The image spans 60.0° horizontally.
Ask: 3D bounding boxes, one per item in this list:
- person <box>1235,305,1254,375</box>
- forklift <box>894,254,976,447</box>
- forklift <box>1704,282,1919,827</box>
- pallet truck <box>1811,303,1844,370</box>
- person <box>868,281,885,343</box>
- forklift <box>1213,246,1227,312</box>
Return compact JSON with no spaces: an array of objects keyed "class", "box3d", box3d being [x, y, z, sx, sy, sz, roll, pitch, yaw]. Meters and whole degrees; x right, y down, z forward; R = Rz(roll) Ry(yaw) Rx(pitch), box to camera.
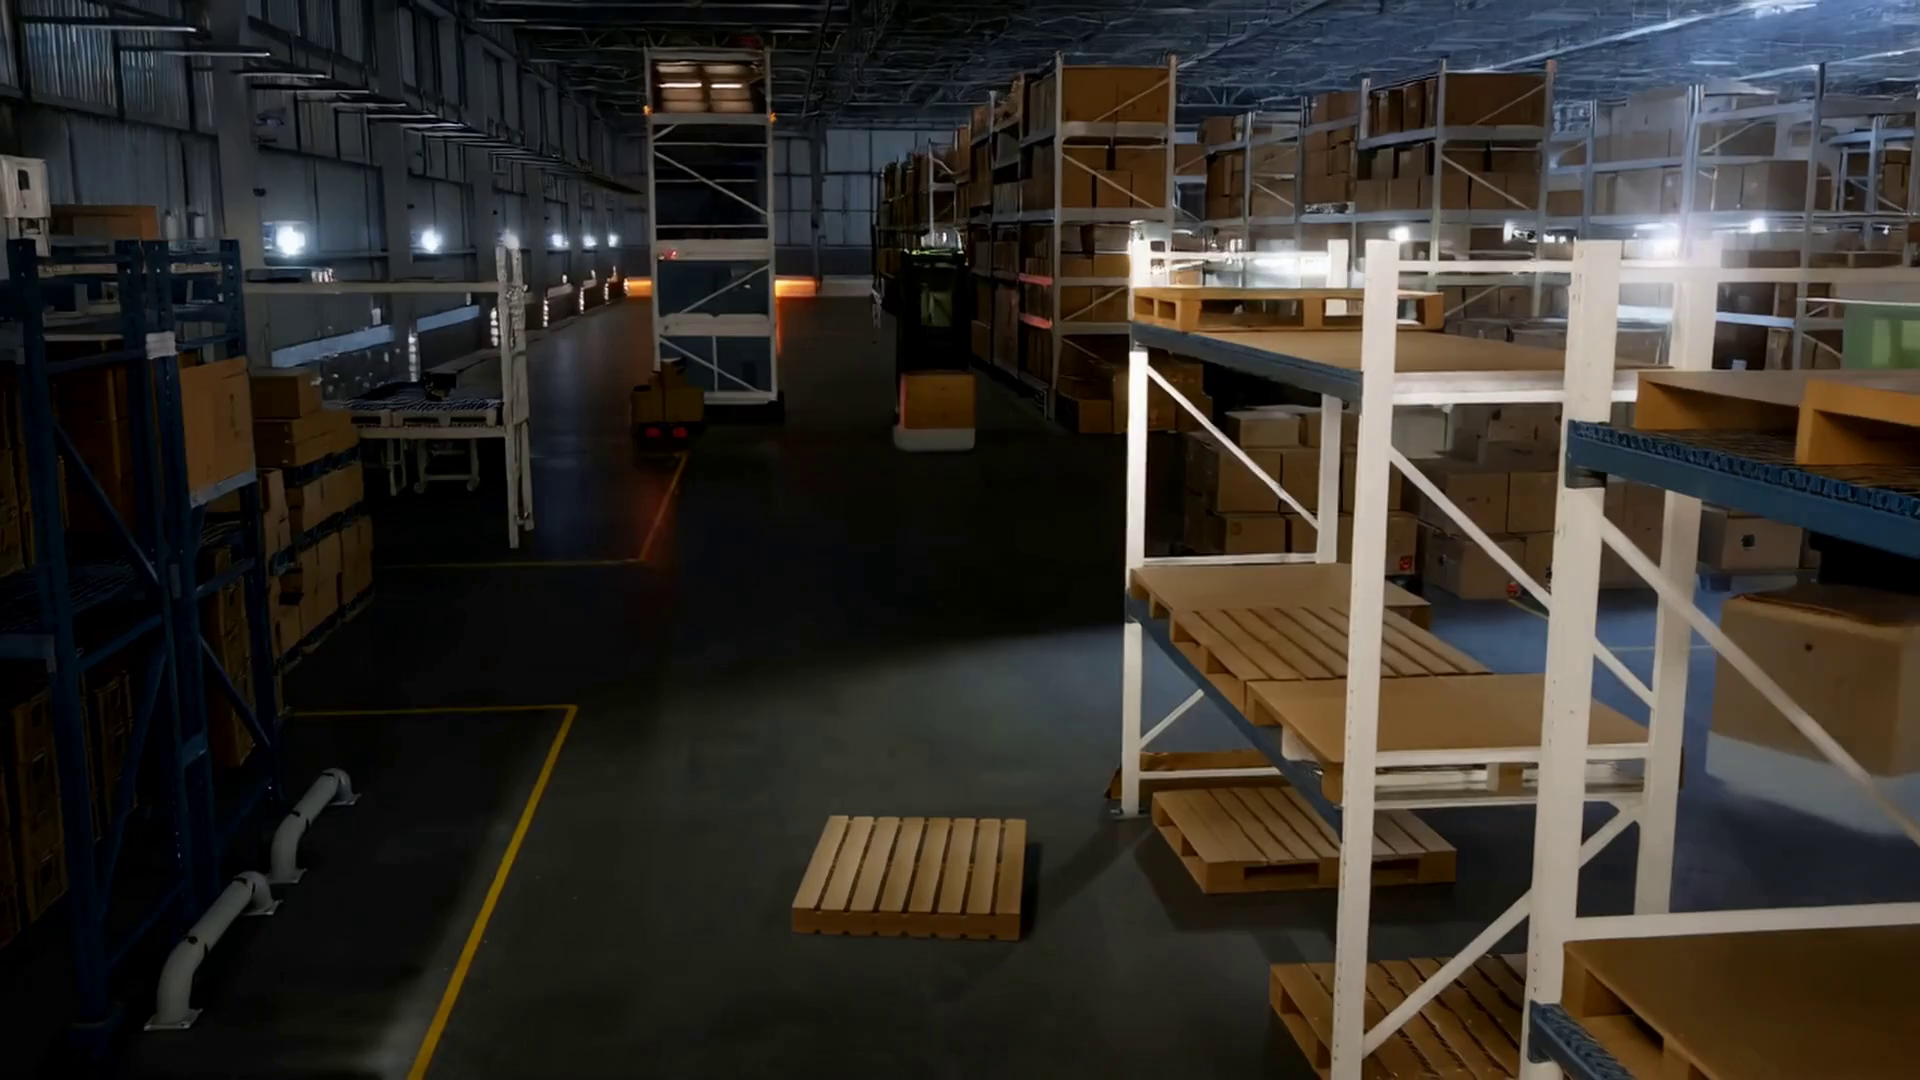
[{"class":"person","box3d":[6.530,-4.667,37.763,0.629,1.853,0.553,0,10,0]},{"class":"forklift","box3d":[-0.381,-2.860,24.779,1.129,2.768,1.873,-1,10,-6]},{"class":"forklift","box3d":[5.194,-0.031,9.106,1.873,2.768,1.129,-6,12,-30]},{"class":"pallet truck","box3d":[15.846,-3.142,28.793,1.885,1.965,0.823,2,10,12]},{"class":"person","box3d":[-2.409,-6.678,48.840,0.567,1.823,0.613,6,12,29]},{"class":"forklift","box3d":[9.331,-8.792,57.652,1.129,2.768,1.873,-1,10,-6]}]
